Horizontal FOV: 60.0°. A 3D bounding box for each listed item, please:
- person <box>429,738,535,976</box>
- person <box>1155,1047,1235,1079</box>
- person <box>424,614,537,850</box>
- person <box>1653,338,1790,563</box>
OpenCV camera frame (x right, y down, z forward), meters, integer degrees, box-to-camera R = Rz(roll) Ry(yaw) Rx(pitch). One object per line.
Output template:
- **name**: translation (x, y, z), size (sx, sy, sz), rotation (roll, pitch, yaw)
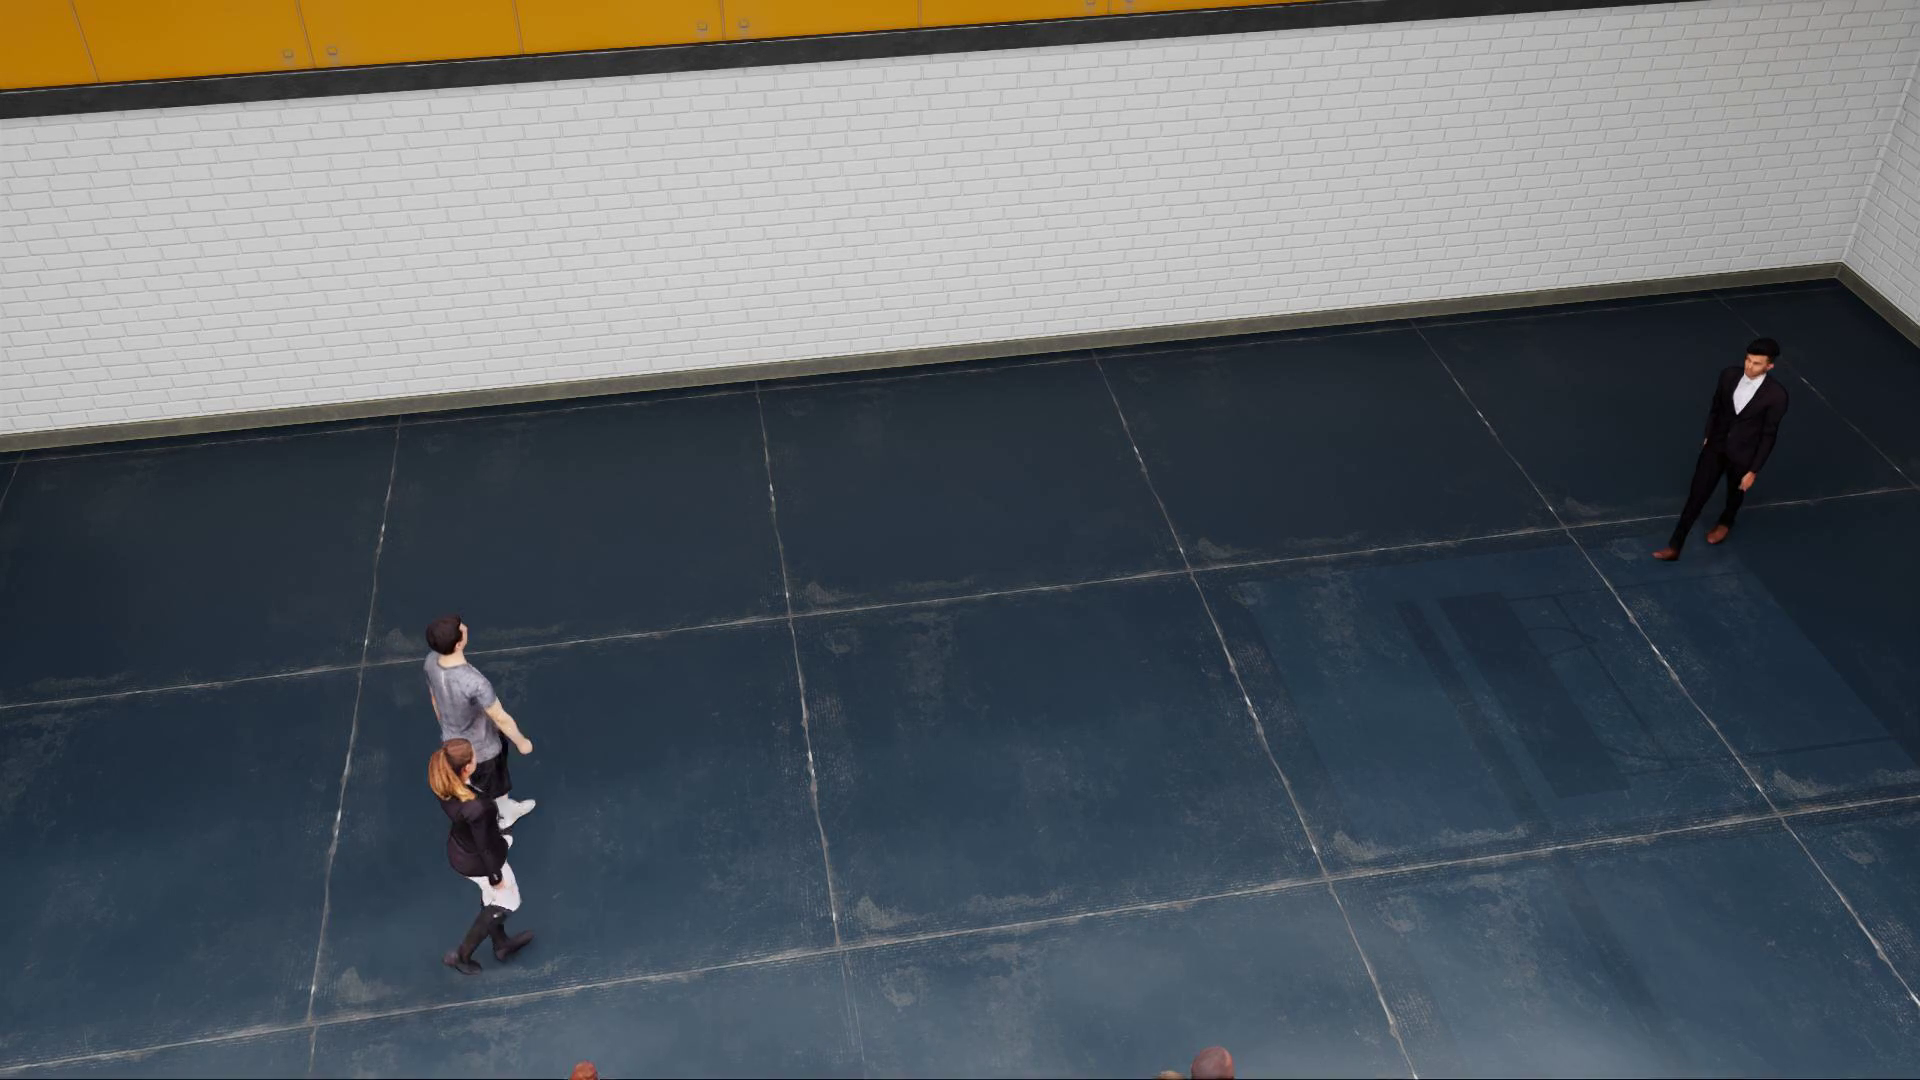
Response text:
- **person**: translation (-2.699, 1.795, 9.107), size (0.874, 1.725, 0.848), rotation (-29, 47, -31)
- **person**: translation (1.047, 2.926, 7.618), size (0.771, 1.816, 0.842), rotation (25, 45, 28)
- **person**: translation (-2.909, 1.224, 9.718), size (0.902, 1.855, 0.951), rotation (30, 48, 32)
- **person**: translation (5.690, -0.666, 12.102), size (1.136, 1.834, 1.225), rotation (-27, 46, -29)
